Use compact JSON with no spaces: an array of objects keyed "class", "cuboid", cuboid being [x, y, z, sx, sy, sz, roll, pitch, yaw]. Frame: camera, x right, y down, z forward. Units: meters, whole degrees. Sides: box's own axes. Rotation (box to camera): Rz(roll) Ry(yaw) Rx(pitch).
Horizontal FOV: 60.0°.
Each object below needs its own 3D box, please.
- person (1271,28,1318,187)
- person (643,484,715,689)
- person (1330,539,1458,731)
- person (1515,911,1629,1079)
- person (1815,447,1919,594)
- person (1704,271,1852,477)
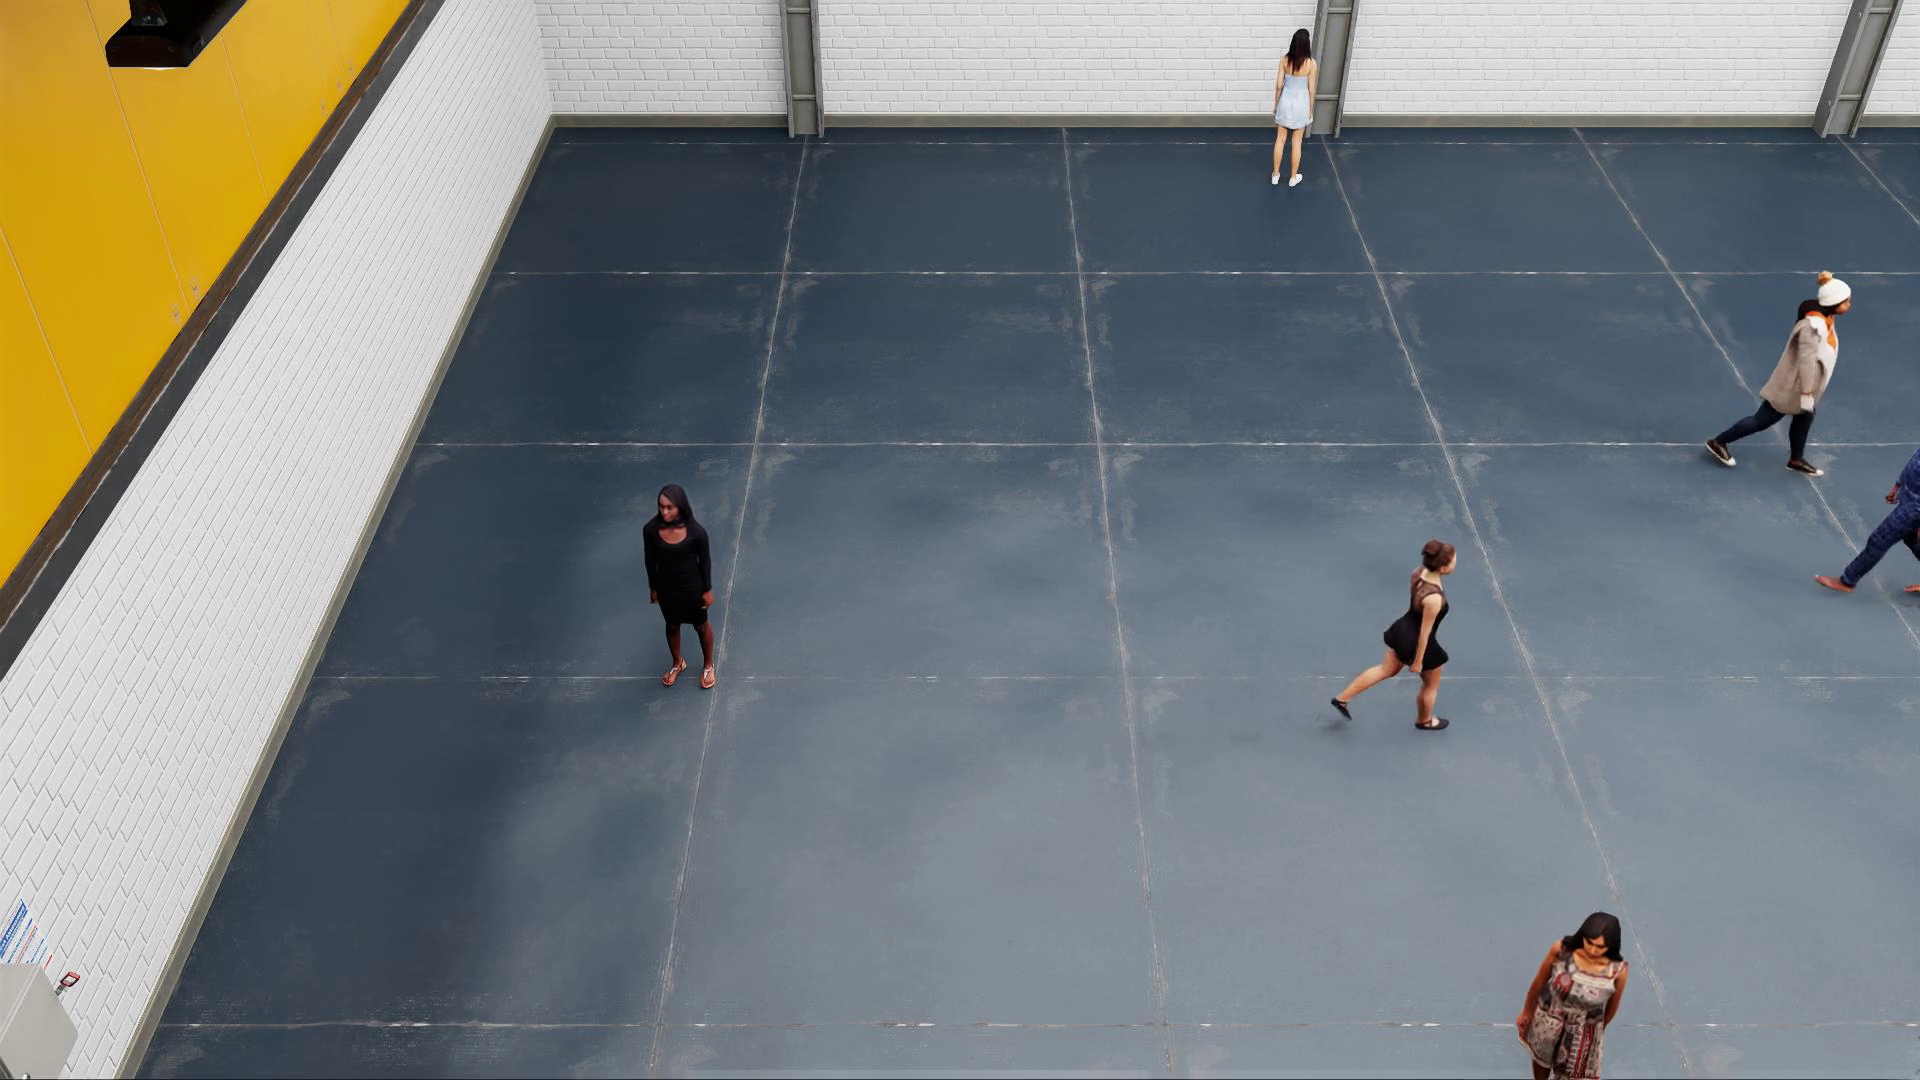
[{"class":"person","cuboid":[3.585,-4.667,17.924,0.574,1.729,0.713,12,40,15]},{"class":"person","cuboid":[-1.951,0.331,11.674,0.470,1.720,0.698,5,39,6]},{"class":"person","cuboid":[3.000,0.682,11.291,1.076,1.648,0.616,-3,39,-4]},{"class":"person","cuboid":[3.304,2.521,8.999,0.755,1.635,0.840,20,43,23]},{"class":"person","cuboid":[7.223,-0.263,12.371,1.258,1.778,0.928,12,40,14]},{"class":"person","cuboid":[6.762,-1.345,13.666,1.274,1.852,1.117,24,44,27]}]
